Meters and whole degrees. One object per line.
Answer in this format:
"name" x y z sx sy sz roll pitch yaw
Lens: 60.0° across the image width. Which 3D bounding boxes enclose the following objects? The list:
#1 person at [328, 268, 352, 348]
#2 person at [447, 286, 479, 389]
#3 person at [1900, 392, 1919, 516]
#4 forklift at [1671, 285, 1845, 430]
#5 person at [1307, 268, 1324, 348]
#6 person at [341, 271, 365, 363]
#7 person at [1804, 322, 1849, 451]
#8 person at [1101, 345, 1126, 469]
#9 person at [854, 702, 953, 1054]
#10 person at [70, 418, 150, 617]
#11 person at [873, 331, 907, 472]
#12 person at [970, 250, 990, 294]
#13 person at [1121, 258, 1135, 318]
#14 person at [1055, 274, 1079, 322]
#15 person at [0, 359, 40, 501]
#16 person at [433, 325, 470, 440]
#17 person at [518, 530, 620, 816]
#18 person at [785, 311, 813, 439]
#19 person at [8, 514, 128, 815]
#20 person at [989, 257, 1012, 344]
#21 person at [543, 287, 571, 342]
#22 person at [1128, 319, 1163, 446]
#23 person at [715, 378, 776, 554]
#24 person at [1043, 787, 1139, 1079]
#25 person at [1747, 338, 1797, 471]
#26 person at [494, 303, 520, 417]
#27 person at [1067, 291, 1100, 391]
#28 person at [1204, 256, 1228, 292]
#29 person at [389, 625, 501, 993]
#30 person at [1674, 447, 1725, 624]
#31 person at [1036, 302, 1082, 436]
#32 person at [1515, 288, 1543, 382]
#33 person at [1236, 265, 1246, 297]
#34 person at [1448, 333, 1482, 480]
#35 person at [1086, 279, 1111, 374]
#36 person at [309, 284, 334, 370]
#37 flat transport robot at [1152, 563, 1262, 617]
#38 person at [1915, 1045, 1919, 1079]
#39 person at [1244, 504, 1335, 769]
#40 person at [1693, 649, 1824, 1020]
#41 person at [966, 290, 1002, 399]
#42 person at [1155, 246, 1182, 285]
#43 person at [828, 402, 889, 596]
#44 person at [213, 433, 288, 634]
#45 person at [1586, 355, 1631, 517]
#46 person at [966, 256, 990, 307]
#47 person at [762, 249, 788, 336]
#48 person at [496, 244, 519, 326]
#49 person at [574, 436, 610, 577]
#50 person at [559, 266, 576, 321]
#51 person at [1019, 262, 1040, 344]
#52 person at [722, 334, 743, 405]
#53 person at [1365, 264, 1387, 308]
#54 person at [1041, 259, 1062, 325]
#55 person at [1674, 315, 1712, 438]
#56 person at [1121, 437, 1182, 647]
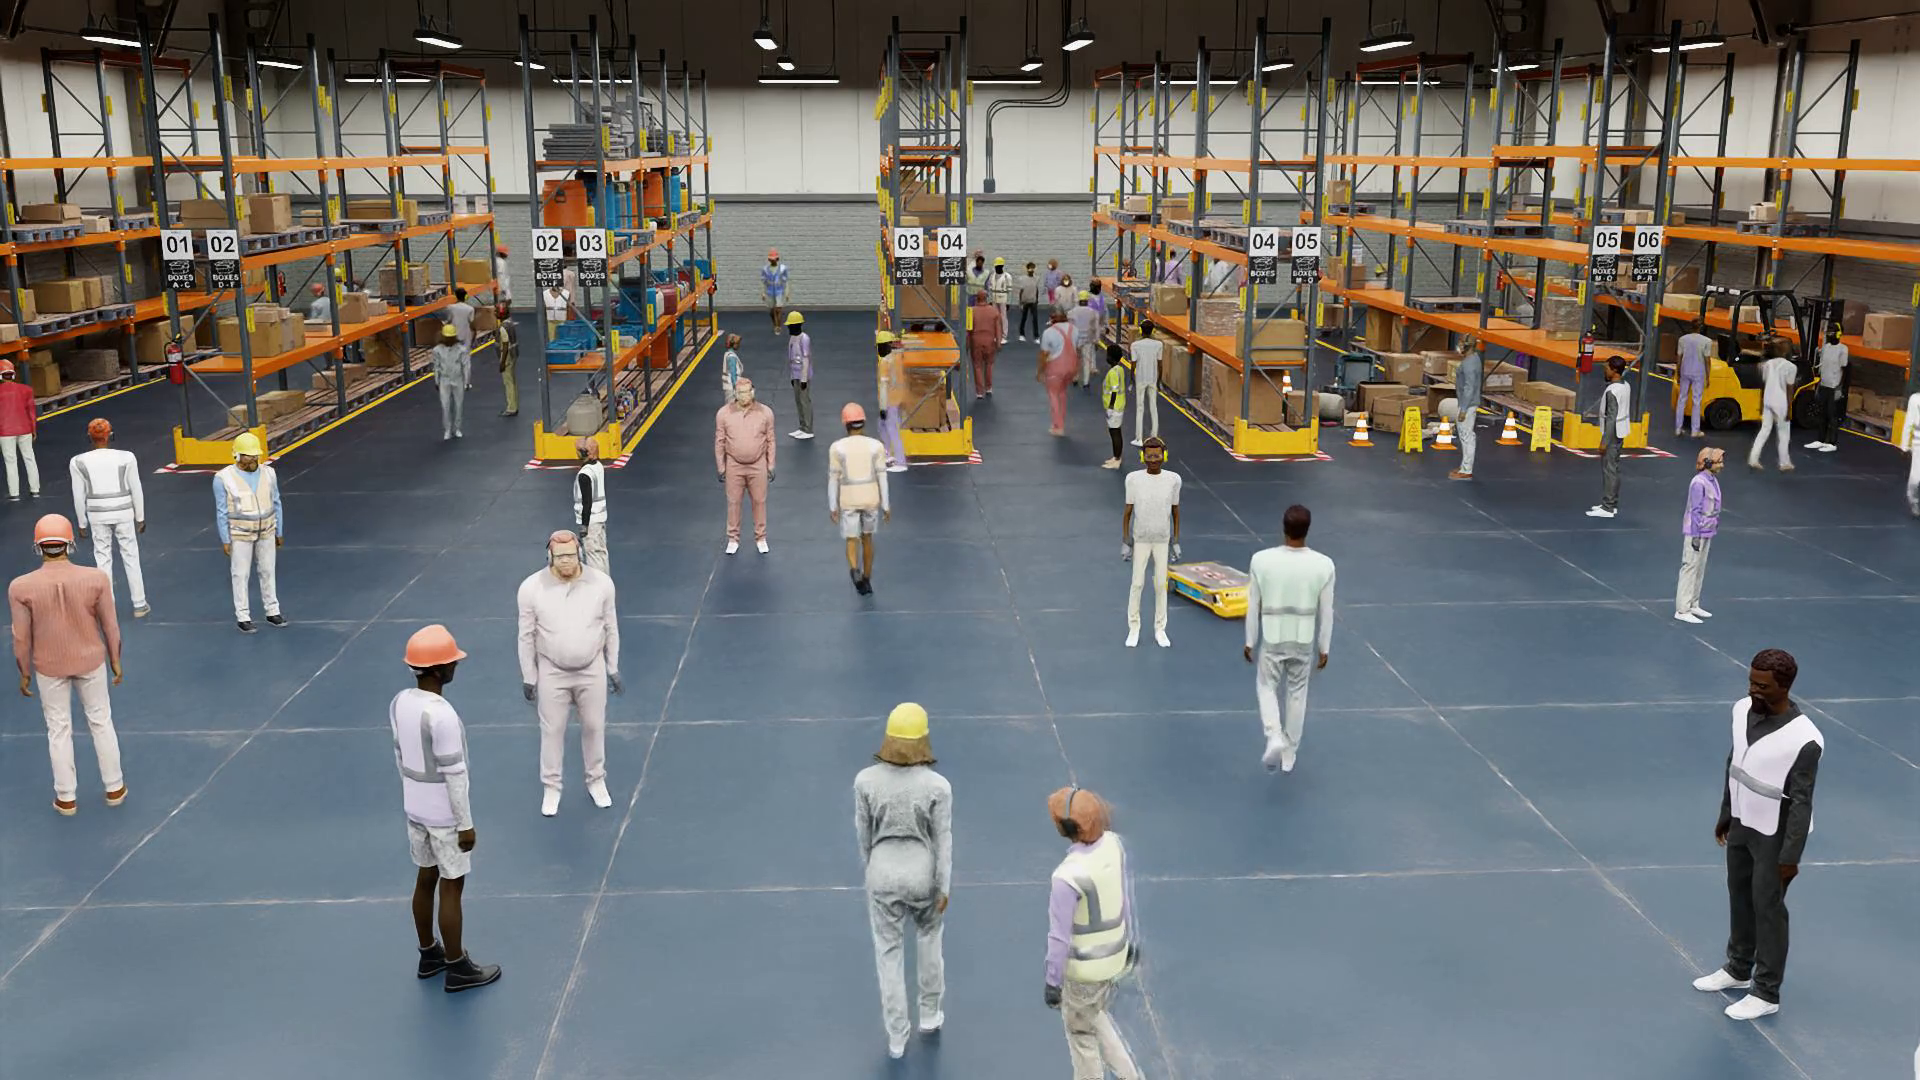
"person" -13.516 -5.047 36.284 0.488 1.746 0.287 -12 18 -42
"person" -9.044 -3.680 30.264 0.549 1.851 0.402 -1 13 -5
"person" 11.273 -1.091 19.286 0.664 1.870 0.669 5 14 20
"forklift" 12.503 -2.886 26.166 2.313 2.155 1.214 -1 13 -3
"person" 7.779 -5.085 36.423 0.329 1.751 0.563 3 14 11
"person" -12.429 -4.573 33.893 0.543 1.928 0.400 -11 17 -38
"person" 12.558 -2.212 24.013 0.310 1.866 0.533 -2 13 -8
"person" 2.093 -1.813 22.685 0.316 1.695 0.542 3 14 14
"person" -0.270 1.622 8.092 0.487 1.721 0.541 1 13 5
"person" -7.867 -0.192 15.418 0.573 1.883 0.353 -6 14 -23
"person" -0.981 -1.879 22.556 0.738 1.884 0.637 5 14 20
"person" 0.483 -6.154 40.687 0.559 1.880 0.628 1 13 3
"person" 4.105 -6.120 41.053 0.512 1.641 0.307 -4 14 -17
"person" 2.343 -4.995 36.369 0.518 1.591 0.832 -1 13 -2
"person" -11.770 -1.370 20.683 0.324 1.752 0.562 10 17 36
"person" -7.610 -2.355 24.939 0.505 1.704 0.798 -4 14 -18
"person" -2.549 0.862 10.906 0.651 1.905 0.403 -5 14 -20
"person" -2.428 -2.481 25.054 0.403 1.919 0.581 -7 15 -26
"person" -5.854 0.810 10.936 0.623 1.992 0.397 -8 16 -32
"person" 0.885 -5.343 37.144 0.584 1.928 0.373 11 17 39
"person" -8.002 -4.335 33.038 0.570 1.849 0.378 -2 13 -6
"person" 2.721 -2.309 24.412 0.519 1.873 0.328 -2 13 -8
"person" -2.303 -0.792 17.911 0.654 1.906 0.408 -2 13 -9
"person" 0.568 1.856 7.284 0.361 1.619 0.545 9 16 32
"person" 11.013 -1.817 22.442 0.783 1.821 0.527 -7 15 -26
"person" -7.387 -2.939 27.134 0.390 1.847 0.563 -1 13 -5
"person" 2.228 -3.618 30.155 0.614 1.787 0.942 0 13 1
"person" 6.647 -6.686 43.323 0.584 1.697 0.905 11 17 38
"person" -2.686 1.383 8.627 0.542 1.939 0.363 12 18 41
"person" 6.840 -0.052 15.372 0.311 1.632 0.516 10 17 37
"person" 1.443 -2.631 25.413 0.700 2.000 0.671 -9 16 -34
"person" 10.631 -3.815 31.045 0.342 1.749 0.570 -10 17 -38
"person" 7.305 -6.722 43.328 0.308 1.772 0.525 2 13 8
"person" 6.671 -1.754 21.915 0.362 1.938 0.631 6 14 22
"person" 2.652 -4.128 32.202 0.658 1.828 0.635 -9 16 -32
"person" -12.483 -4.185 32.703 0.405 1.716 0.589 7 15 27
"flat transport robot" 2.494 0.450 16.153 0.652 0.197 1.431 -5 14 -21
"person" 3.347 2.134 5.504 0.553 1.923 0.438 -7 15 -28
"person" 2.291 0.701 11.577 0.607 1.908 0.504 2 13 7
"person" 4.046 1.460 8.370 0.397 1.911 0.587 -2 13 -9
"person" 0.386 -3.459 29.269 0.679 1.868 0.903 0 13 0
"person" 5.013 -6.068 40.095 0.630 1.977 0.943 2 13 9
"person" -0.974 -0.366 16.109 0.593 1.908 0.686 -3 14 -13
"person" -6.396 -0.070 15.038 0.403 1.824 0.591 12 18 41
"person" 7.739 -1.228 19.736 0.386 1.916 0.595 8 16 32
"person" 0.368 -5.676 38.651 0.657 1.881 0.703 1 13 6
"person" -4.303 -5.776 38.790 0.615 2.028 0.655 1 13 4
"person" -11.251 -6.247 40.781 0.714 2.011 0.637 -5 14 -22
"person" -3.520 -0.180 15.889 0.306 1.639 0.523 1 13 3
"person" -8.709 -5.271 36.713 0.390 1.986 0.609 5 14 20
"person" 1.549 -5.335 37.379 0.514 1.821 1.005 -4 14 -18
"person" -3.347 -2.215 24.511 0.310 1.639 0.514 -4 14 -15
"person" 9.605 -5.477 38.142 0.559 1.732 0.748 8 16 31
"person" 2.228 -6.133 41.176 0.517 1.595 0.784 12 18 41
"person" 11.086 -2.470 25.150 0.508 1.846 0.345 13 18 43
"person" 1.677 0.019 14.554 0.532 1.870 0.319 0 13 0
